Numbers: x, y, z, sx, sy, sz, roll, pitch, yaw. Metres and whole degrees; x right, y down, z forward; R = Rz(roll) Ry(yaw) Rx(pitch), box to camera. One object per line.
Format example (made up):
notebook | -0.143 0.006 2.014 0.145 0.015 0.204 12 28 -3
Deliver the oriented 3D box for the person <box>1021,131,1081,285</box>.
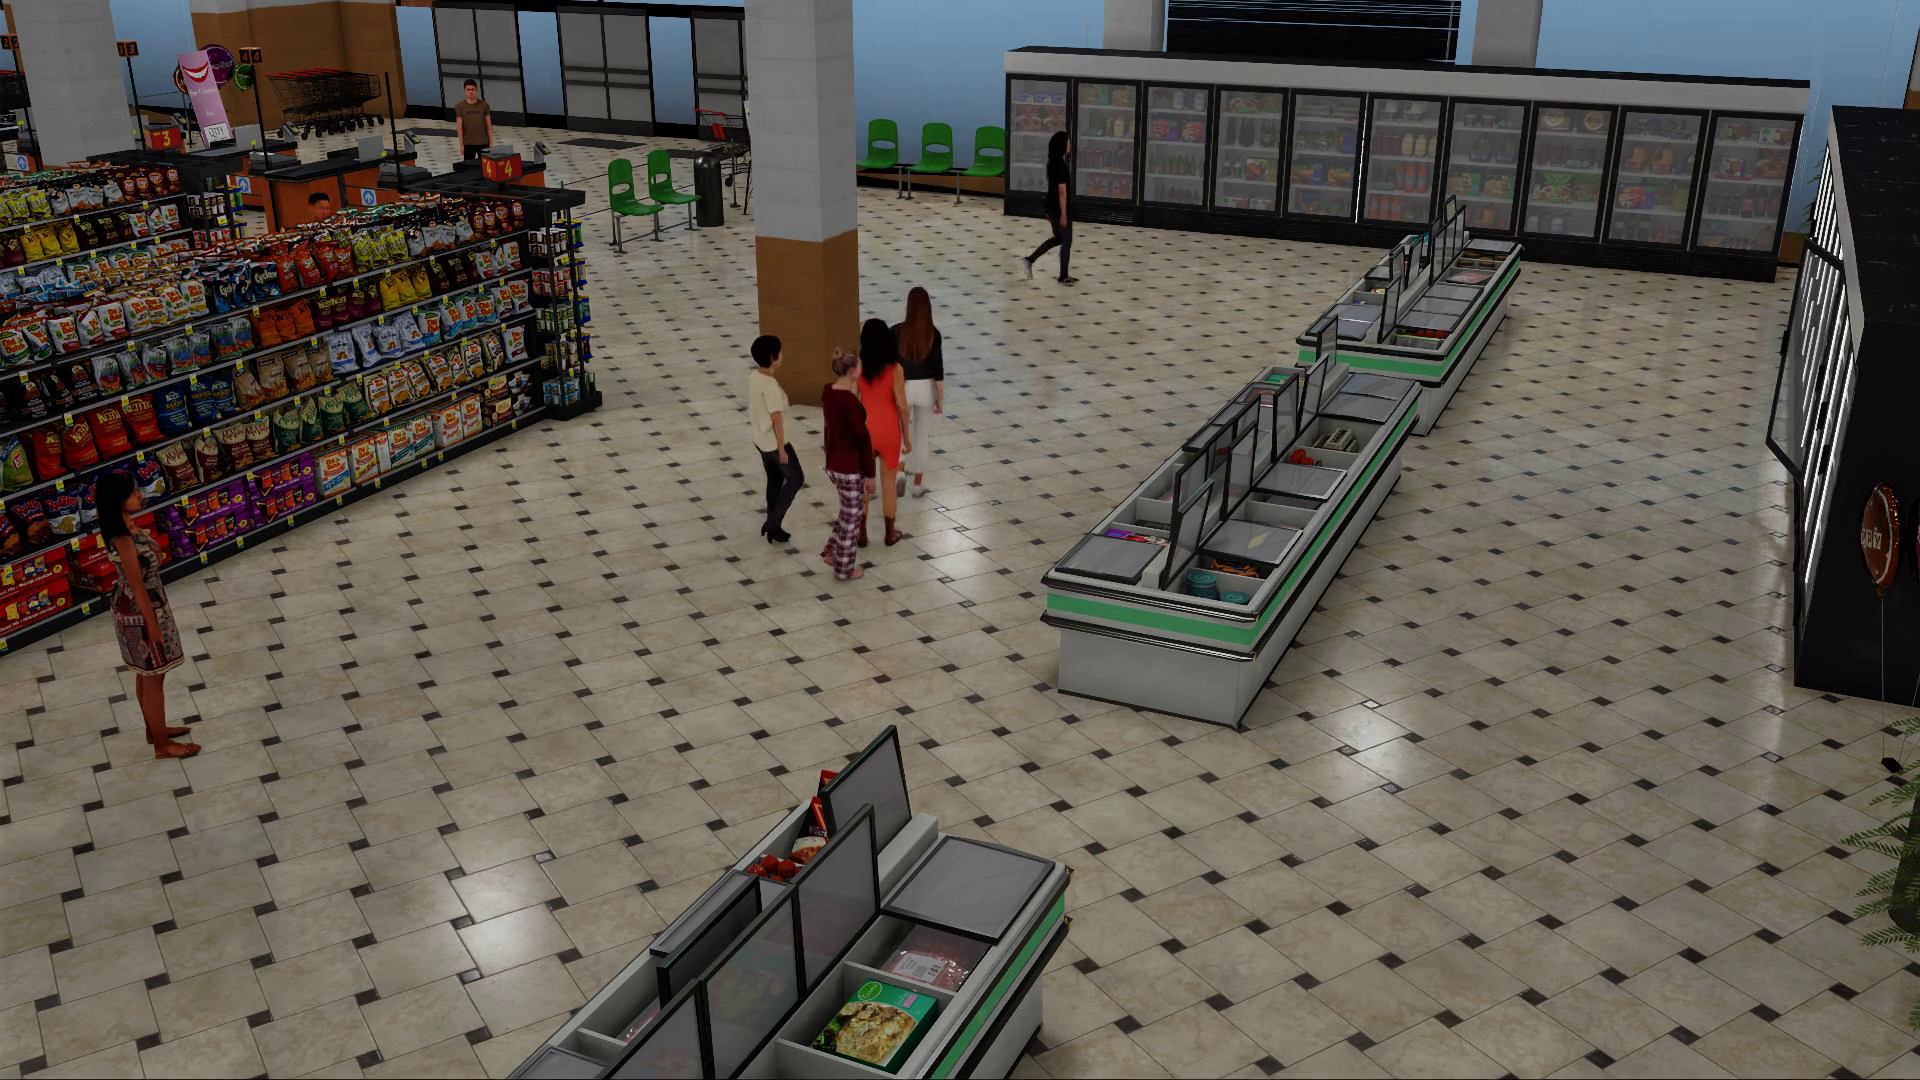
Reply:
person | 1.097 -3.927 19.766 1.029 1.813 0.997 -6 23 -14

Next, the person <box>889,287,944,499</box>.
person | -0.373 -1.103 12.900 0.774 1.692 0.903 2 22 5

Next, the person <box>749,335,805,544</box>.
person | -1.393 -0.690 12.023 0.720 1.581 0.689 -14 26 -31

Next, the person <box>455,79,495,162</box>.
person | -7.107 -5.820 24.426 0.737 1.851 0.803 -8 23 -20

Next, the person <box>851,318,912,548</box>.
person | -0.598 -0.756 12.000 0.655 1.719 0.672 4 22 11

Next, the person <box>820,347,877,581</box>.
person | -0.841 -0.495 11.388 0.799 1.692 0.773 -15 26 -32

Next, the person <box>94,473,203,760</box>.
person | -4.531 0.425 9.199 0.723 1.617 0.725 -14 26 -30
